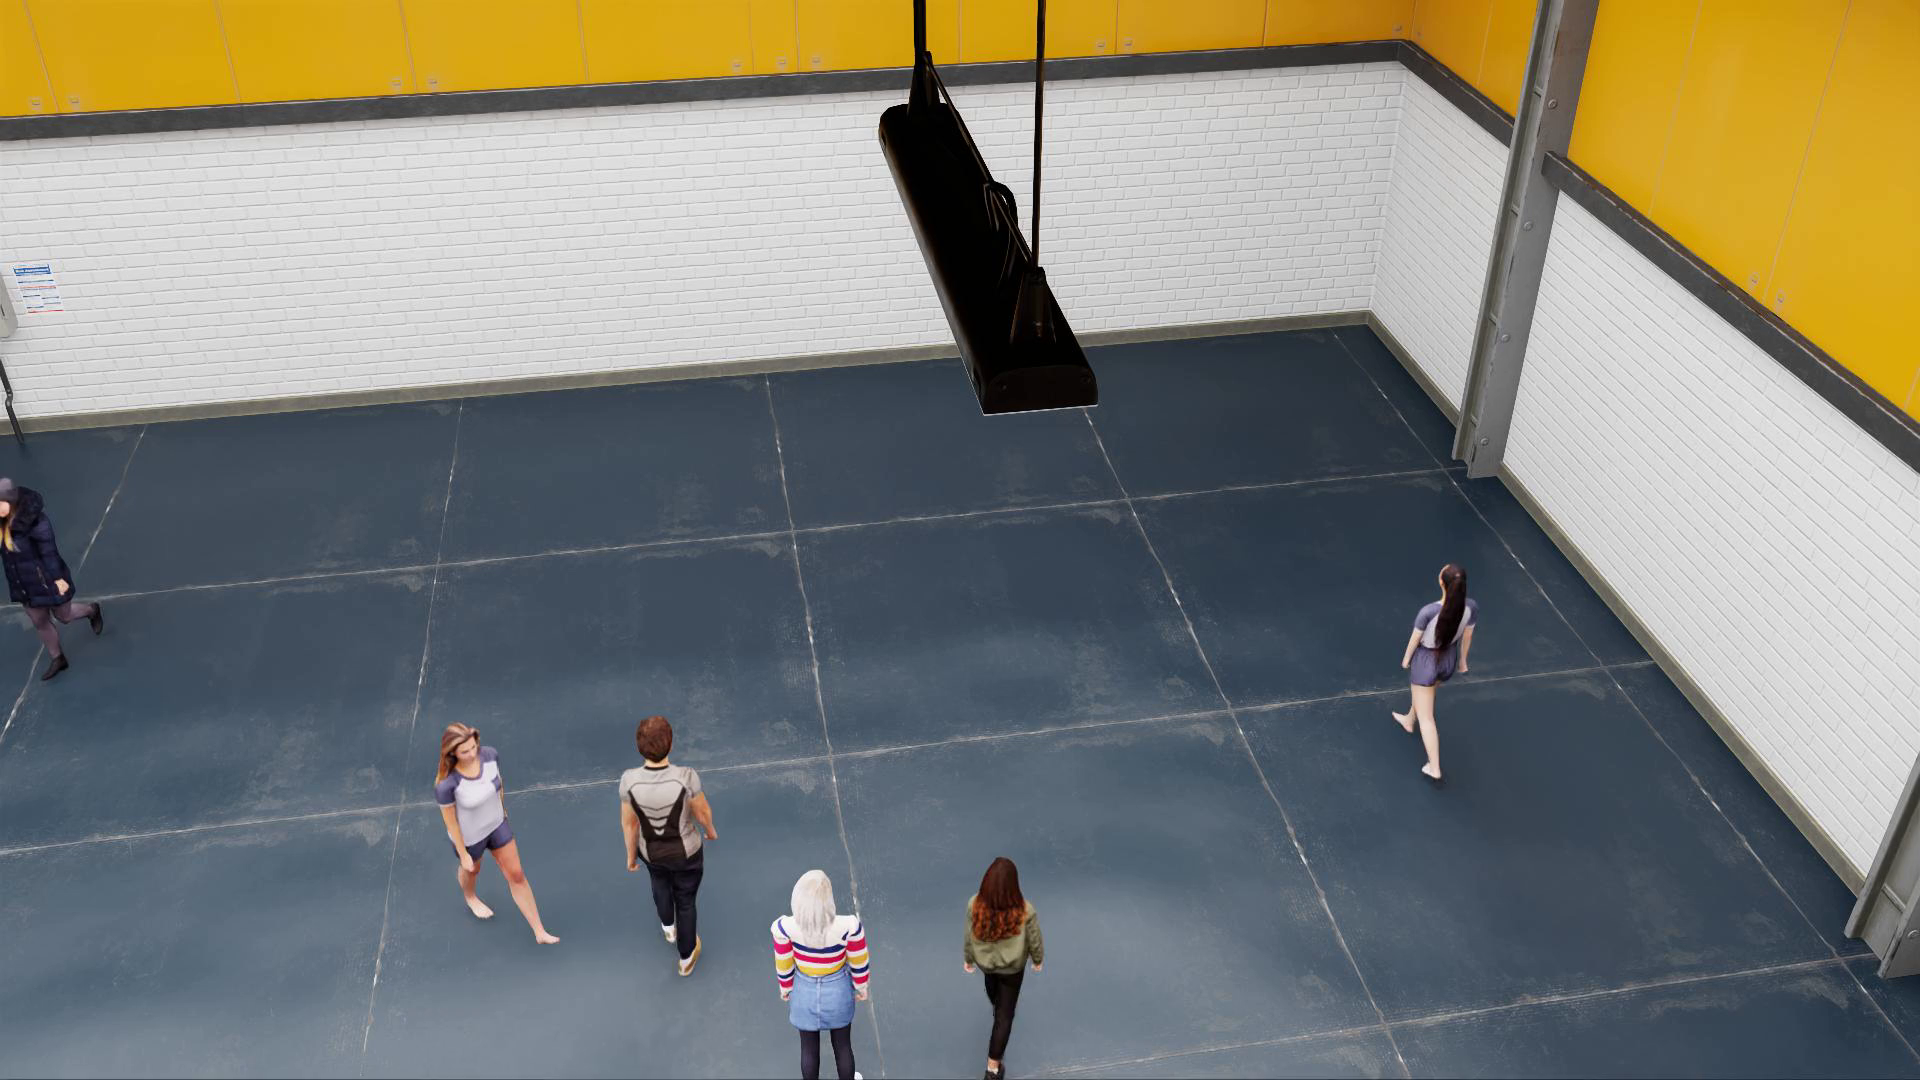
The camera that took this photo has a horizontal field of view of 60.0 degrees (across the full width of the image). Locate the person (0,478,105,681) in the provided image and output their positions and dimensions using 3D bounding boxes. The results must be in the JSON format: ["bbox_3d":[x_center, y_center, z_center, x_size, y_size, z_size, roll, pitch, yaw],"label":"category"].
[{"bbox_3d":[-6.857,0.232,12.479,0.876,1.663,1.046,8,34,12],"label":"person"}]

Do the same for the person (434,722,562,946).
[{"bbox_3d":[-3.001,1.758,10.174,1.148,1.673,1.020,26,41,33],"label":"person"}]

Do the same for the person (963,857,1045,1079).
[{"bbox_3d":[0.215,2.428,9.372,0.884,1.443,1.098,9,35,14],"label":"person"}]

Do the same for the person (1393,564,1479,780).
[{"bbox_3d":[3.310,0.919,11.491,0.667,1.613,1.031,-9,35,-13],"label":"person"}]

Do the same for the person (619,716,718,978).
[{"bbox_3d":[-1.717,1.868,9.822,0.736,1.879,0.831,0,34,0],"label":"person"}]

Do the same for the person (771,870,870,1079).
[{"bbox_3d":[-0.747,2.453,9.005,0.687,1.809,0.569,0,34,-1],"label":"person"}]
